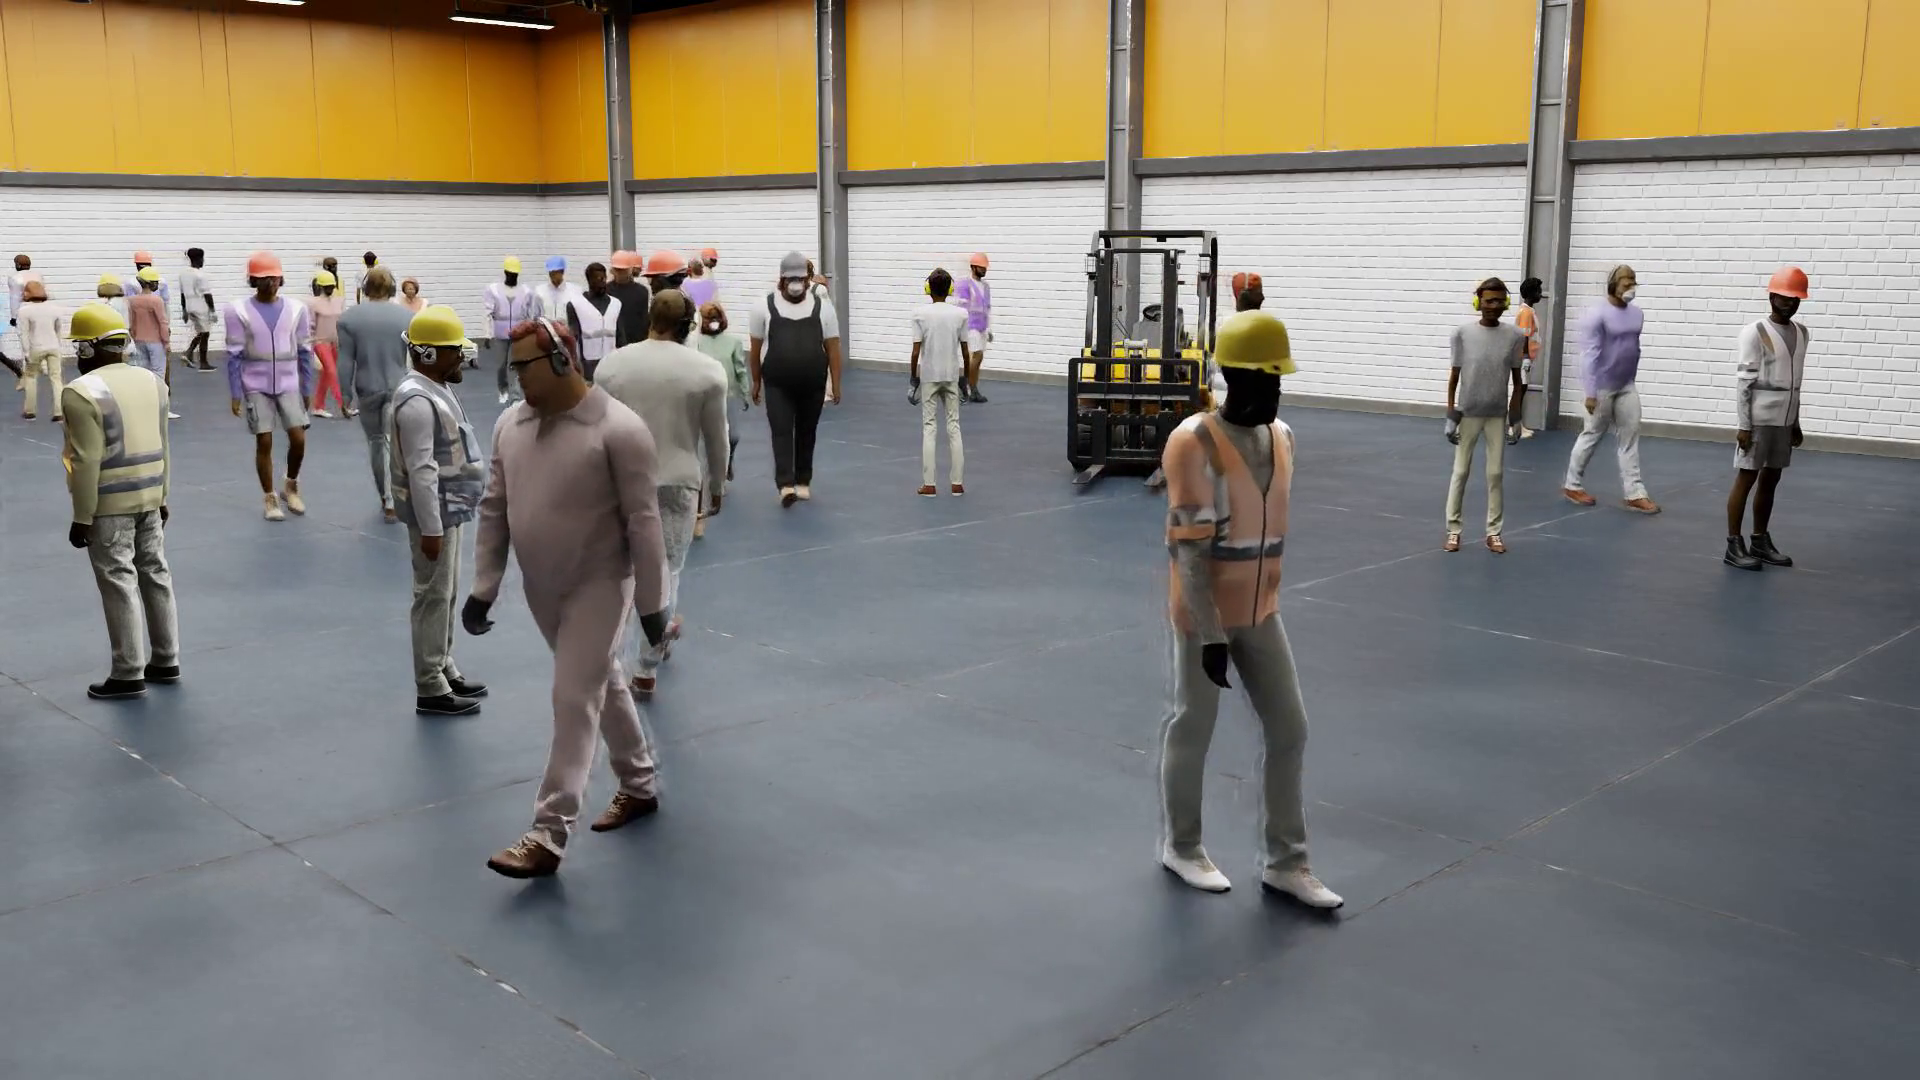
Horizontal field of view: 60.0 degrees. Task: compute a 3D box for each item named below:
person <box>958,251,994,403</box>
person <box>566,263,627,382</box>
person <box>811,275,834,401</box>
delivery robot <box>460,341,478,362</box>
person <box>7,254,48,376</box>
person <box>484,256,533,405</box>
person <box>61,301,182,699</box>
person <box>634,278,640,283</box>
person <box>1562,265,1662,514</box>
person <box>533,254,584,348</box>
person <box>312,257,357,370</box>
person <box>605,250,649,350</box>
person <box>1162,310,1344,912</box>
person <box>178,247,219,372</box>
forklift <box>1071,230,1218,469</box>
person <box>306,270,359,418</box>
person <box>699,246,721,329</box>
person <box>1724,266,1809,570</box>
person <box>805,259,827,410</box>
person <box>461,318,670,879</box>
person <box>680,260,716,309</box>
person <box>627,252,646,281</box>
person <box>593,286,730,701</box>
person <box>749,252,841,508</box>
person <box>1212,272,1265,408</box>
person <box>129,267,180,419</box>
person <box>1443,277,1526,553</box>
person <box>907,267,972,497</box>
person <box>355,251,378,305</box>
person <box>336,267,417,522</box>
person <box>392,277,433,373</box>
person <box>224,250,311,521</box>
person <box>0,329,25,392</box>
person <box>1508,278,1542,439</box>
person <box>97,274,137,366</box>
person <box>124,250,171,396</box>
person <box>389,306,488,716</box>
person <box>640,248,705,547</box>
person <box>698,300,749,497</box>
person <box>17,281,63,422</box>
[{"bbox_3d":[0.222,-2.700,21.184,0.404,1.923,0.578,8,13,37],"label":"person"},{"bbox_3d":[-3.470,-1.728,16.036,0.913,1.878,0.610,9,14,41],"label":"person"},{"bbox_3d":[-1.789,-2.600,21.448,0.321,1.627,0.510,-5,11,-24],"label":"person"},{"bbox_3d":[-7.969,-3.057,26.602,0.477,0.478,0.707,-6,12,-30],"label":"delivery robot"},{"bbox_3d":[-14.215,-3.422,25.346,0.429,1.842,0.634,4,11,19],"label":"person"},{"bbox_3d":[-5.540,-2.549,20.466,0.602,1.890,0.849,-3,11,-17],"label":"person"},{"bbox_3d":[-3.898,-0.179,7.690,0.403,1.830,0.600,2,11,13],"label":"person"},{"bbox_3d":[-5.919,-4.124,29.730,0.514,1.640,0.310,2,11,13],"label":"person"},{"bbox_3d":[5.077,-1.172,12.917,0.651,1.906,0.842,-5,12,-26],"label":"person"},{"bbox_3d":[-4.554,-2.300,18.983,0.617,1.930,0.613,0,10,1],"label":"person"},{"bbox_3d":[-9.932,-3.565,26.287,0.977,1.789,0.646,5,12,27],"label":"person"},{"bbox_3d":[-3.736,-2.228,18.483,0.615,1.971,0.704,0,10,1],"label":"person"},{"bbox_3d":[0.923,0.239,5.221,0.594,1.896,0.784,-7,13,-34],"label":"person"},{"bbox_3d":[-11.901,-3.602,26.018,0.612,1.947,0.452,6,12,31],"label":"person"},{"bbox_3d":[1.804,-1.825,15.677,1.214,2.155,2.313,2,11,13],"label":"forklift"},{"bbox_3d":[-7.268,-2.255,19.303,0.884,1.713,0.516,5,12,27],"label":"person"},{"bbox_3d":[-4.047,-3.635,26.196,0.947,1.962,0.608,-2,11,-11],"label":"person"},{"bbox_3d":[5.210,-0.775,10.662,0.547,1.934,0.375,-5,11,-23],"label":"person"},{"bbox_3d":[-1.862,-2.499,20.308,0.507,1.846,0.345,-3,11,-15],"label":"person"},{"bbox_3d":[-1.371,0.183,5.667,0.655,1.846,1.016,6,12,30],"label":"person"},{"bbox_3d":[-3.661,-2.947,22.922,0.570,1.781,1.003,-8,13,-38],"label":"person"},{"bbox_3d":[-4.340,-2.772,21.634,0.905,1.918,0.647,-6,12,-28],"label":"person"},{"bbox_3d":[-1.401,-0.247,7.908,0.651,1.886,0.994,1,10,4],"label":"person"},{"bbox_3d":[-1.273,-1.274,13.089,0.707,2.000,0.989,-2,11,-13],"label":"person"},{"bbox_3d":[2.100,-0.990,12.008,0.693,1.861,0.602,2,11,12],"label":"person"},{"bbox_3d":[-9.387,-2.283,19.345,0.533,1.767,0.325,4,11,22],"label":"person"},{"bbox_3d":[3.516,-0.827,11.171,0.510,1.858,0.351,1,10,8],"label":"person"},{"bbox_3d":[-0.169,-1.285,13.621,0.534,1.869,0.311,-2,11,-13],"label":"person"},{"bbox_3d":[-9.659,-3.804,27.351,0.514,1.872,0.332,-3,11,-15],"label":"person"},{"bbox_3d":[-4.350,-1.115,12.634,0.652,1.884,1.010,-2,11,-12],"label":"person"},{"bbox_3d":[-6.660,-2.390,20.305,0.531,1.619,0.554,-3,11,-14],"label":"person"},{"bbox_3d":[-5.130,-1.137,12.403,0.621,2.026,0.441,-7,12,-33],"label":"person"},{"bbox_3d":[-13.085,-2.809,22.487,0.837,1.666,0.528,-3,11,-16],"label":"person"},{"bbox_3d":[5.963,-1.918,17.565,0.320,1.695,0.532,4,11,22],"label":"person"},{"bbox_3d":[-9.509,-2.111,18.602,0.849,1.684,0.527,-2,11,-12],"label":"person"},{"bbox_3d":[-10.758,-2.865,22.049,0.552,1.937,0.356,-10,14,-44],"label":"person"},{"bbox_3d":[-2.322,-0.128,7.438,0.403,1.826,0.591,-2,11,-10],"label":"person"},{"bbox_3d":[-1.987,-0.969,11.423,0.389,2.041,0.614,2,11,12],"label":"person"},{"bbox_3d":[-2.009,-1.169,13.673,0.536,1.611,0.509,-3,11,-16],"label":"person"},{"bbox_3d":[-10.548,-2.152,19.057,0.735,1.606,0.513,8,13,36],"label":"person"}]
